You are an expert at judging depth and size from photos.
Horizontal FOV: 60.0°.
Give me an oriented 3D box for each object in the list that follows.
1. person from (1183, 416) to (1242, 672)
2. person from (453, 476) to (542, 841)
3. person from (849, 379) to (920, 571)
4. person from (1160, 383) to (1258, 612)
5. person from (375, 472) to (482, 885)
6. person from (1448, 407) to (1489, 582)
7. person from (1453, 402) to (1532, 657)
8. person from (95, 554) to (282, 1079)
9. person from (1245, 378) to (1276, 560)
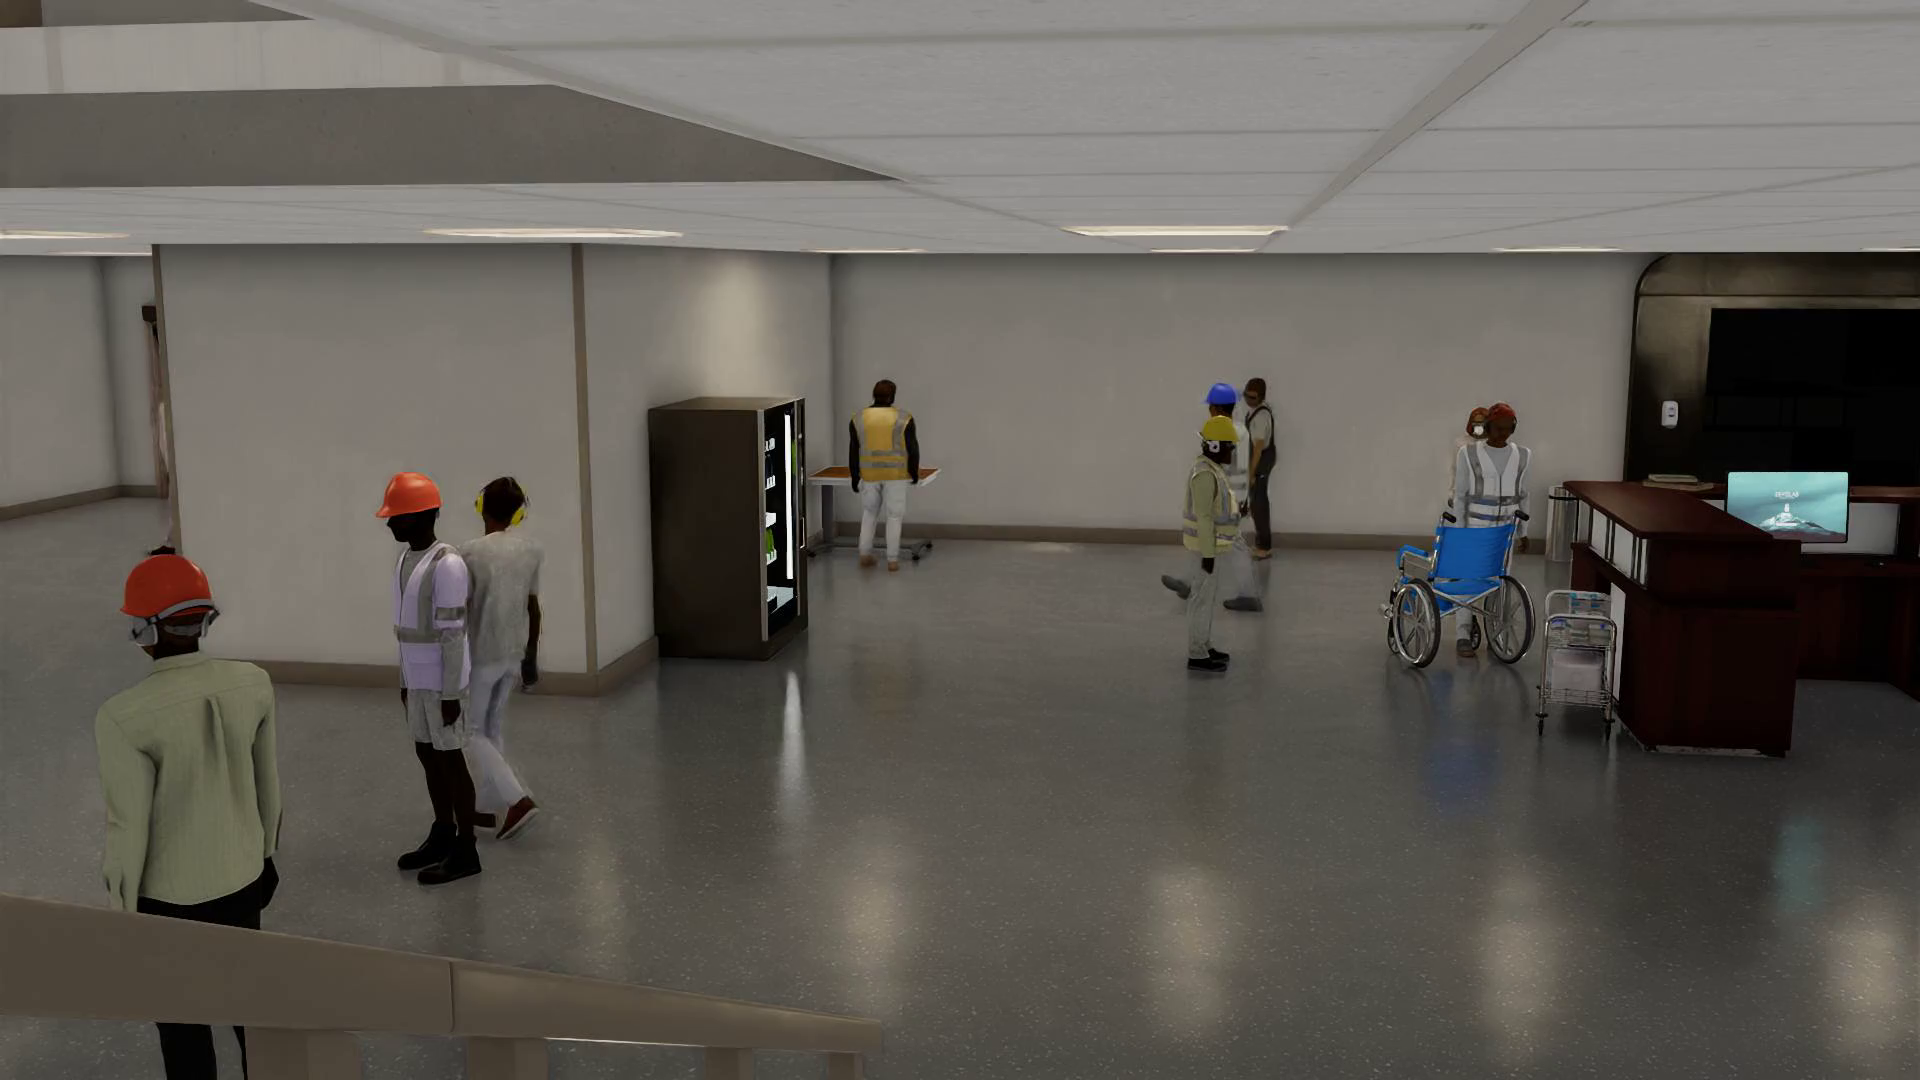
[{"bbox_3d":[1.794,0.022,11.889,0.403,1.824,0.597,2,9,12],"label":"person"},{"bbox_3d":[-2.344,0.595,8.312,0.614,1.827,0.548,7,11,36],"label":"person"},{"bbox_3d":[-0.710,-0.610,15.765,0.652,1.830,0.522,2,9,11],"label":"person"},{"bbox_3d":[2.125,-0.366,14.021,0.965,1.896,0.639,5,11,30],"label":"person"},{"bbox_3d":[-2.490,0.640,7.763,0.539,1.929,0.384,9,13,44],"label":"person"},{"bbox_3d":[4.676,-0.392,15.053,0.504,1.628,0.285,6,11,31],"label":"person"},{"bbox_3d":[3.919,-0.074,12.269,0.573,1.887,0.359,-1,9,-4],"label":"person"},{"bbox_3d":[-2.370,1.029,5.133,0.389,1.992,0.625,4,10,25],"label":"person"},{"bbox_3d":[2.960,-0.718,16.530,0.345,1.807,0.665,2,9,9],"label":"person"}]
